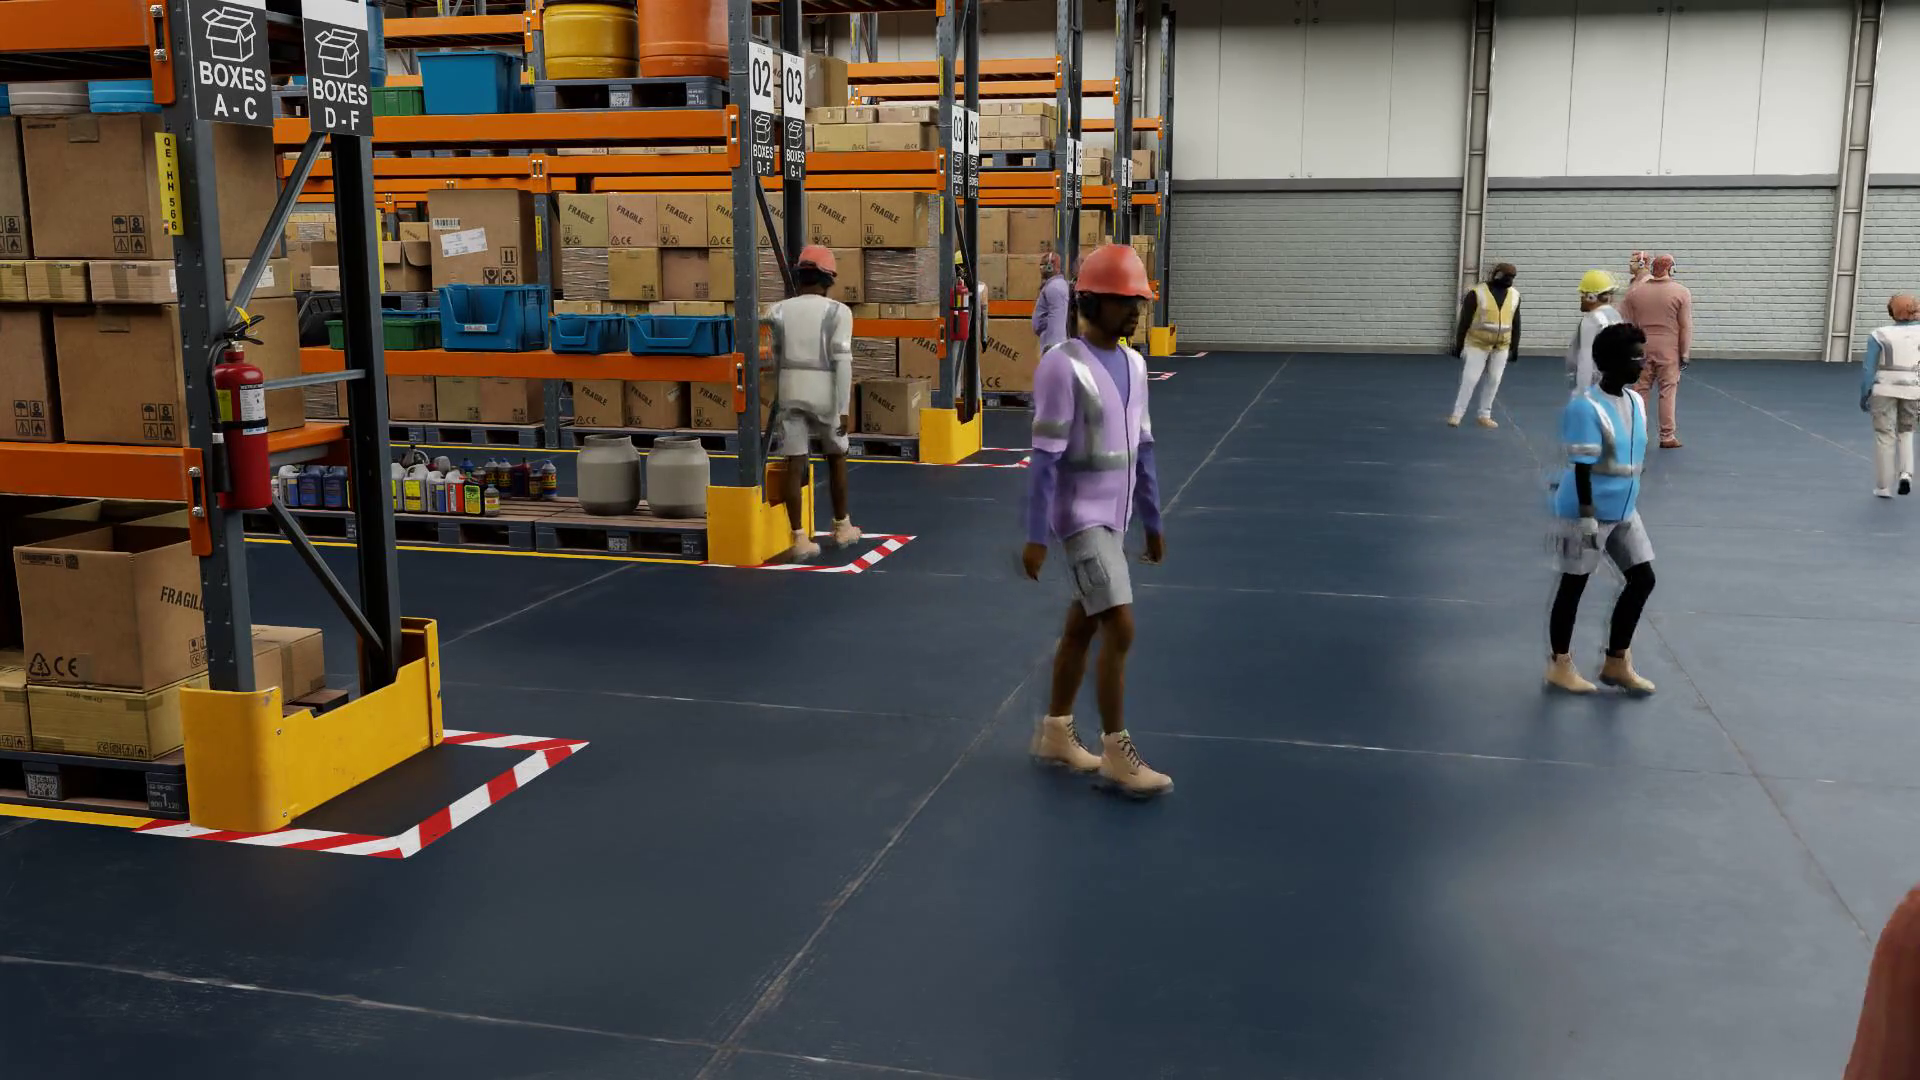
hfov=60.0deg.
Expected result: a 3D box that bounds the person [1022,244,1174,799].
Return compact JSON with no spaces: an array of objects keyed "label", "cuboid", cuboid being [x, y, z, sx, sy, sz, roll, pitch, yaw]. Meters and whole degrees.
[{"label":"person","cuboid":[0.604,-0.066,6.147,0.806,2.017,0.651,7,12,35]}]

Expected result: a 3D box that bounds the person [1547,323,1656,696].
[{"label":"person","cuboid":[2.878,-0.114,7.346,0.545,1.677,0.557,-7,12,-33]}]

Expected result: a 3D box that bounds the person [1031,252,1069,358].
[{"label":"person","cuboid":[0.986,-2.190,18.246,0.409,1.907,0.651,1,10,8]}]

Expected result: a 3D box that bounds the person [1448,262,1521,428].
[{"label":"person","cuboid":[5.743,-2.104,18.064,0.680,1.803,0.466,-1,10,-7]}]

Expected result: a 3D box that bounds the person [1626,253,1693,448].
[{"label":"person","cuboid":[6.901,-1.861,16.420,0.640,1.910,0.409,9,14,42]}]

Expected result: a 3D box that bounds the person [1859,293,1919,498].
[{"label":"person","cuboid":[7.408,-1.137,13.164,0.543,1.623,0.369,2,10,11]}]

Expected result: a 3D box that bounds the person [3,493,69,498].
[{"label":"person","cuboid":[-5.436,-0.687,9.888,0.574,1.918,0.626,4,11,19]}]

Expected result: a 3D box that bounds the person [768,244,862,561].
[{"label":"person","cuboid":[-0.929,-0.902,10.822,0.616,2.001,0.894,3,11,17]}]

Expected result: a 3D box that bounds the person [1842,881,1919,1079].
[{"label":"person","cuboid":[0.927,0.869,1.204,1.024,1.952,0.607,-5,11,-26]}]

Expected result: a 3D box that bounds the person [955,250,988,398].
[{"label":"person","cuboid":[0.024,-2.327,18.955,0.594,1.922,0.385,-3,11,-14]}]

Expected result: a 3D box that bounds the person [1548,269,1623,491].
[{"label":"person","cuboid":[5.112,-1.253,13.323,0.594,1.815,0.593,9,14,41]}]

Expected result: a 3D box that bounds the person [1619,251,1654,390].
[{"label":"person","cuboid":[8.306,-2.589,20.453,0.407,1.910,0.640,3,11,15]}]
